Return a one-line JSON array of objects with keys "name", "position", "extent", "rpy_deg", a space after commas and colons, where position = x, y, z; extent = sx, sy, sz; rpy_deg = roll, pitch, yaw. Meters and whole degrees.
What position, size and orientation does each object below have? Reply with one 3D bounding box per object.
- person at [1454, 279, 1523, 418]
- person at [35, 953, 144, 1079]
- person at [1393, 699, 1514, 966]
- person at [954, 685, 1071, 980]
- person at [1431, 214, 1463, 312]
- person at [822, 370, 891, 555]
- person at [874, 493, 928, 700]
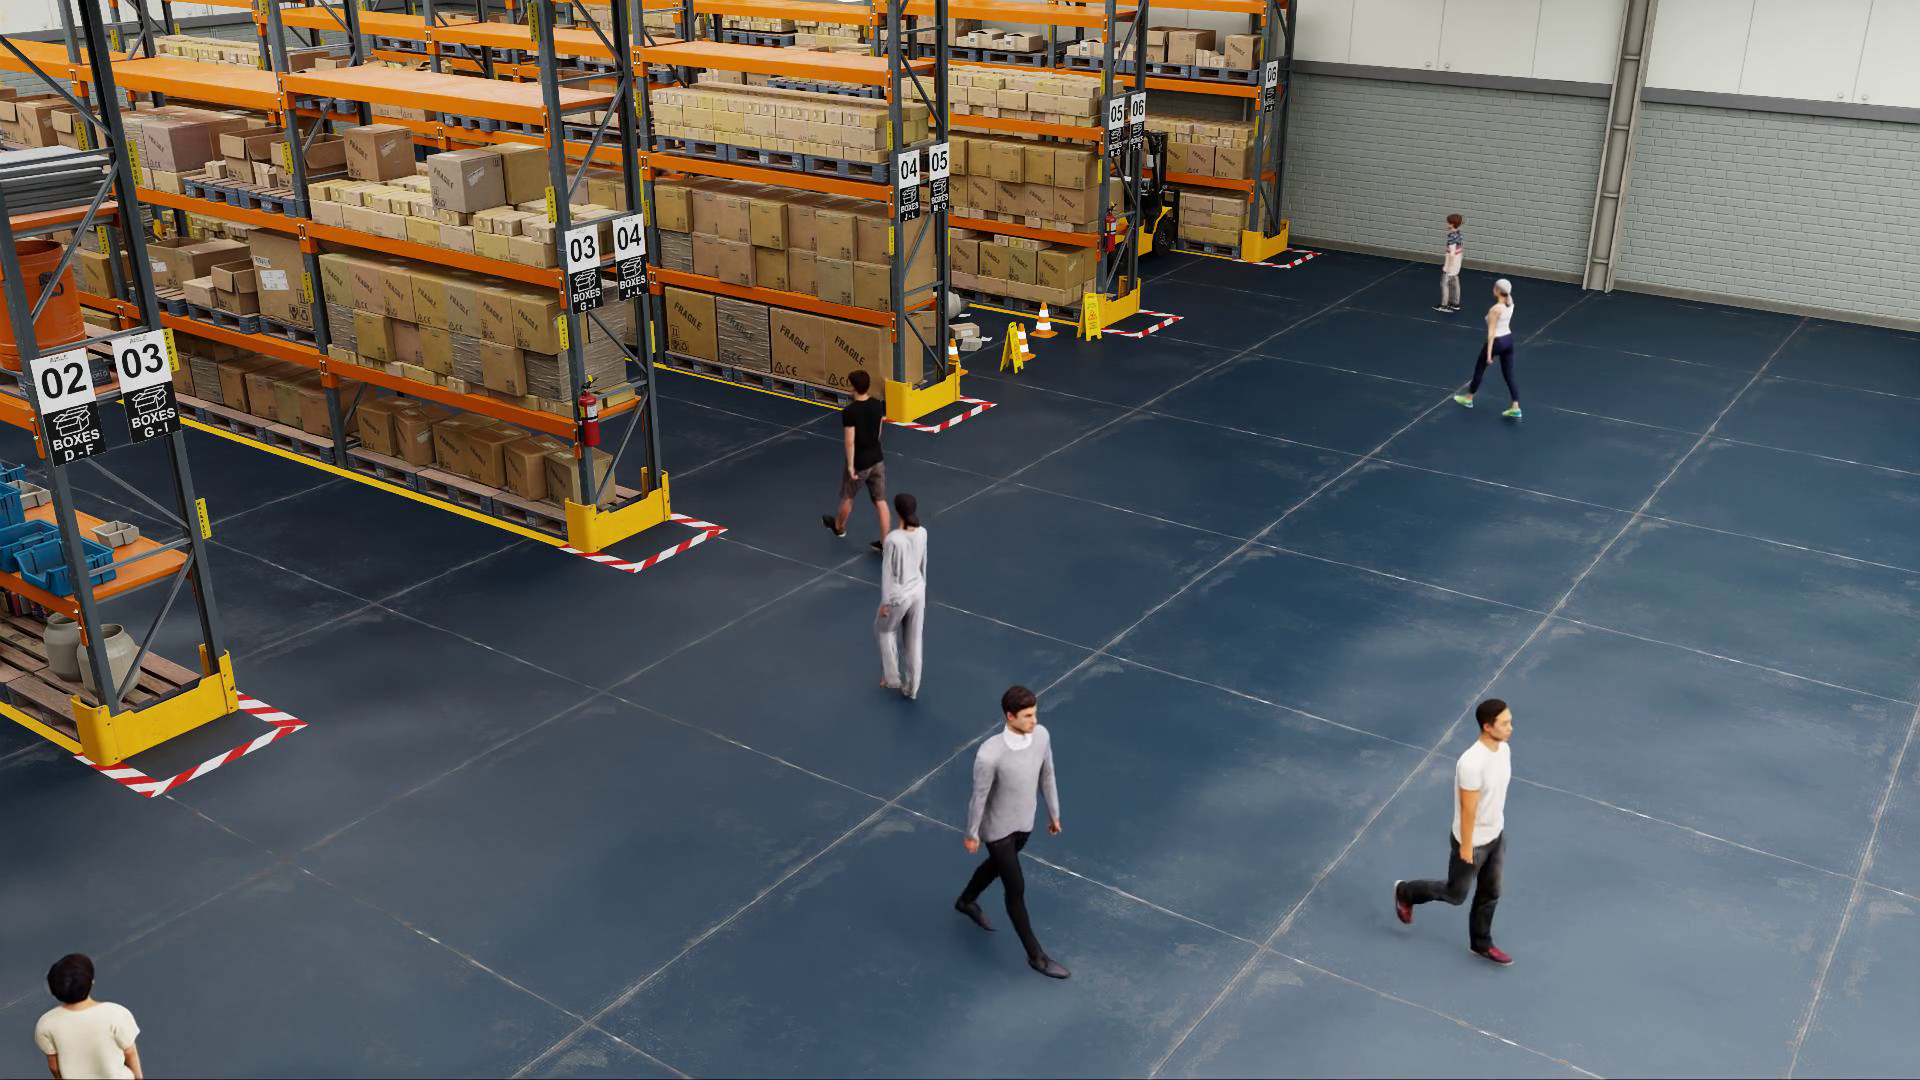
[{"name": "person", "position": [6.548, -2.263, 19.979], "extent": [0.931, 1.658, 1.258], "rpy_deg": [-15, 27, -31]}, {"name": "person", "position": [-4.279, 2.742, 8.299], "extent": [0.651, 1.587, 0.682], "rpy_deg": [-6, 24, -15]}, {"name": "person", "position": [3.120, 1.785, 10.299], "extent": [0.790, 1.785, 1.081], "rpy_deg": [-21, 31, -40]}, {"name": "person", "position": [0.228, 1.733, 10.317], "extent": [1.298, 1.867, 0.870], "rpy_deg": [21, 31, 40]}, {"name": "person", "position": [7.309, -4.102, 24.594], "extent": [0.589, 1.432, 0.522], "rpy_deg": [16, 28, 34]}, {"name": "person", "position": [-0.867, -0.718, 16.151], "extent": [0.913, 1.811, 1.262], "rpy_deg": [-17, 28, -34]}, {"name": "person", "position": [-0.400, 0.491, 13.372], "extent": [0.737, 1.761, 0.753], "rpy_deg": [-14, 27, -30]}]
